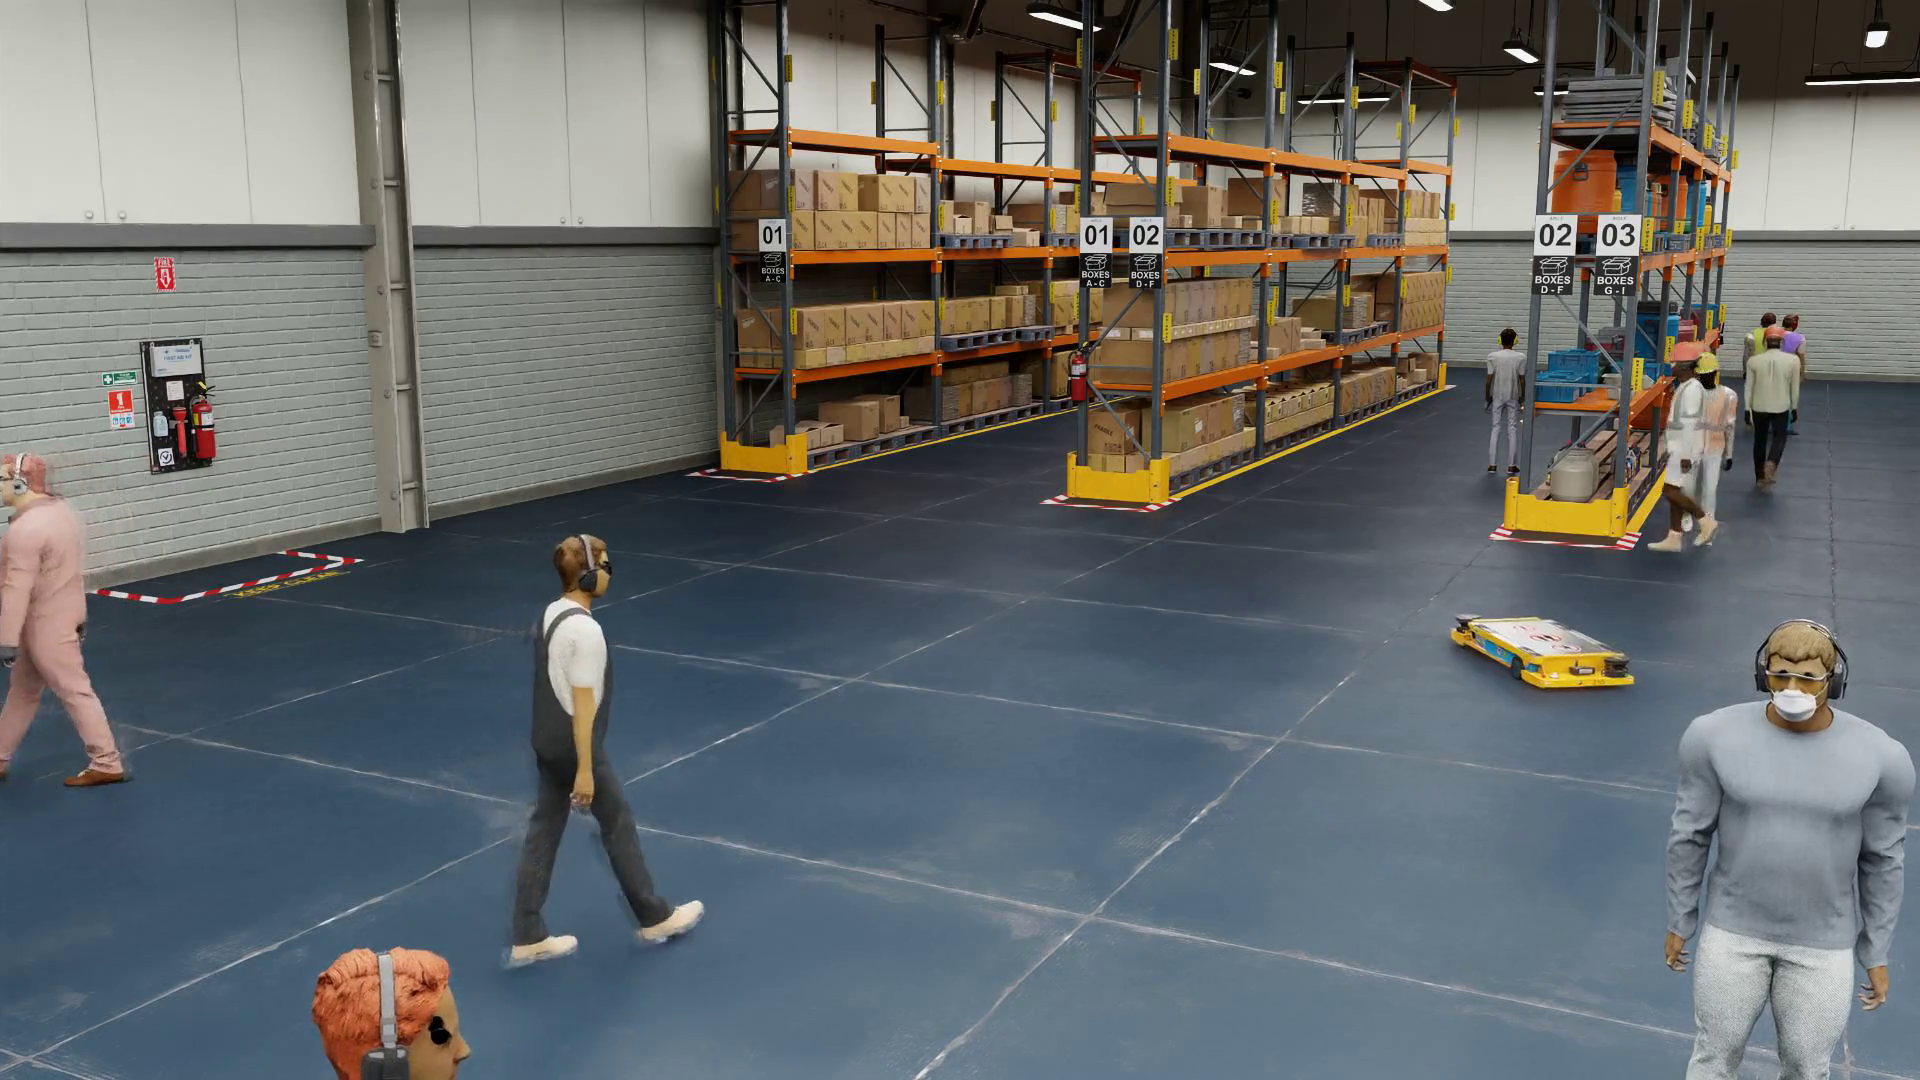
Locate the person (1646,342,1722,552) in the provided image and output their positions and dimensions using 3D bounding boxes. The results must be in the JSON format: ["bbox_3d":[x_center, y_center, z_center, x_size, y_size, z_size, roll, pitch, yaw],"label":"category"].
[{"bbox_3d":[6.920,-0.867,15.826,0.537,2.027,0.611,3,11,17],"label":"person"}]

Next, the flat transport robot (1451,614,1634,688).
[{"bbox_3d":[4.084,0.764,11.745,0.652,0.197,1.431,-2,11,-8],"label":"flat transport robot"}]

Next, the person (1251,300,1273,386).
[{"bbox_3d":[5.226,-3.176,28.696,0.552,1.933,0.368,5,12,27],"label":"person"}]

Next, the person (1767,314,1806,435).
[{"bbox_3d":[12.569,-2.520,25.359,0.373,1.843,0.570,-9,13,-39],"label":"person"}]

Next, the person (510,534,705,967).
[{"bbox_3d":[-1.525,0.866,7.006,0.909,1.800,0.529,-8,13,-36],"label":"person"}]

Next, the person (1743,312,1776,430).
[{"bbox_3d":[12.550,-2.624,25.941,0.633,1.843,0.429,7,12,33],"label":"person"}]

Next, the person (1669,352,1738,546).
[{"bbox_3d":[7.375,-0.926,16.537,0.596,1.897,0.790,4,11,18],"label":"person"}]

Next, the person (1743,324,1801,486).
[{"bbox_3d":[9.725,-1.600,19.967,0.618,1.977,0.610,6,12,30],"label":"person"}]

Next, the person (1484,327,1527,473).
[{"bbox_3d":[6.985,-1.788,21.293,0.510,1.877,0.329,4,11,22],"label":"person"}]

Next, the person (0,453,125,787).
[{"bbox_3d":[-5.106,0.460,9.060,0.960,1.855,0.673,-3,11,-13],"label":"person"}]

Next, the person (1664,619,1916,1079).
[{"bbox_3d":[2.432,1.176,4.955,0.635,1.937,0.353,5,12,26],"label":"person"}]

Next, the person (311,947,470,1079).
[{"bbox_3d":[-0.948,1.596,2.818,0.576,1.883,0.362,8,13,37],"label":"person"}]
